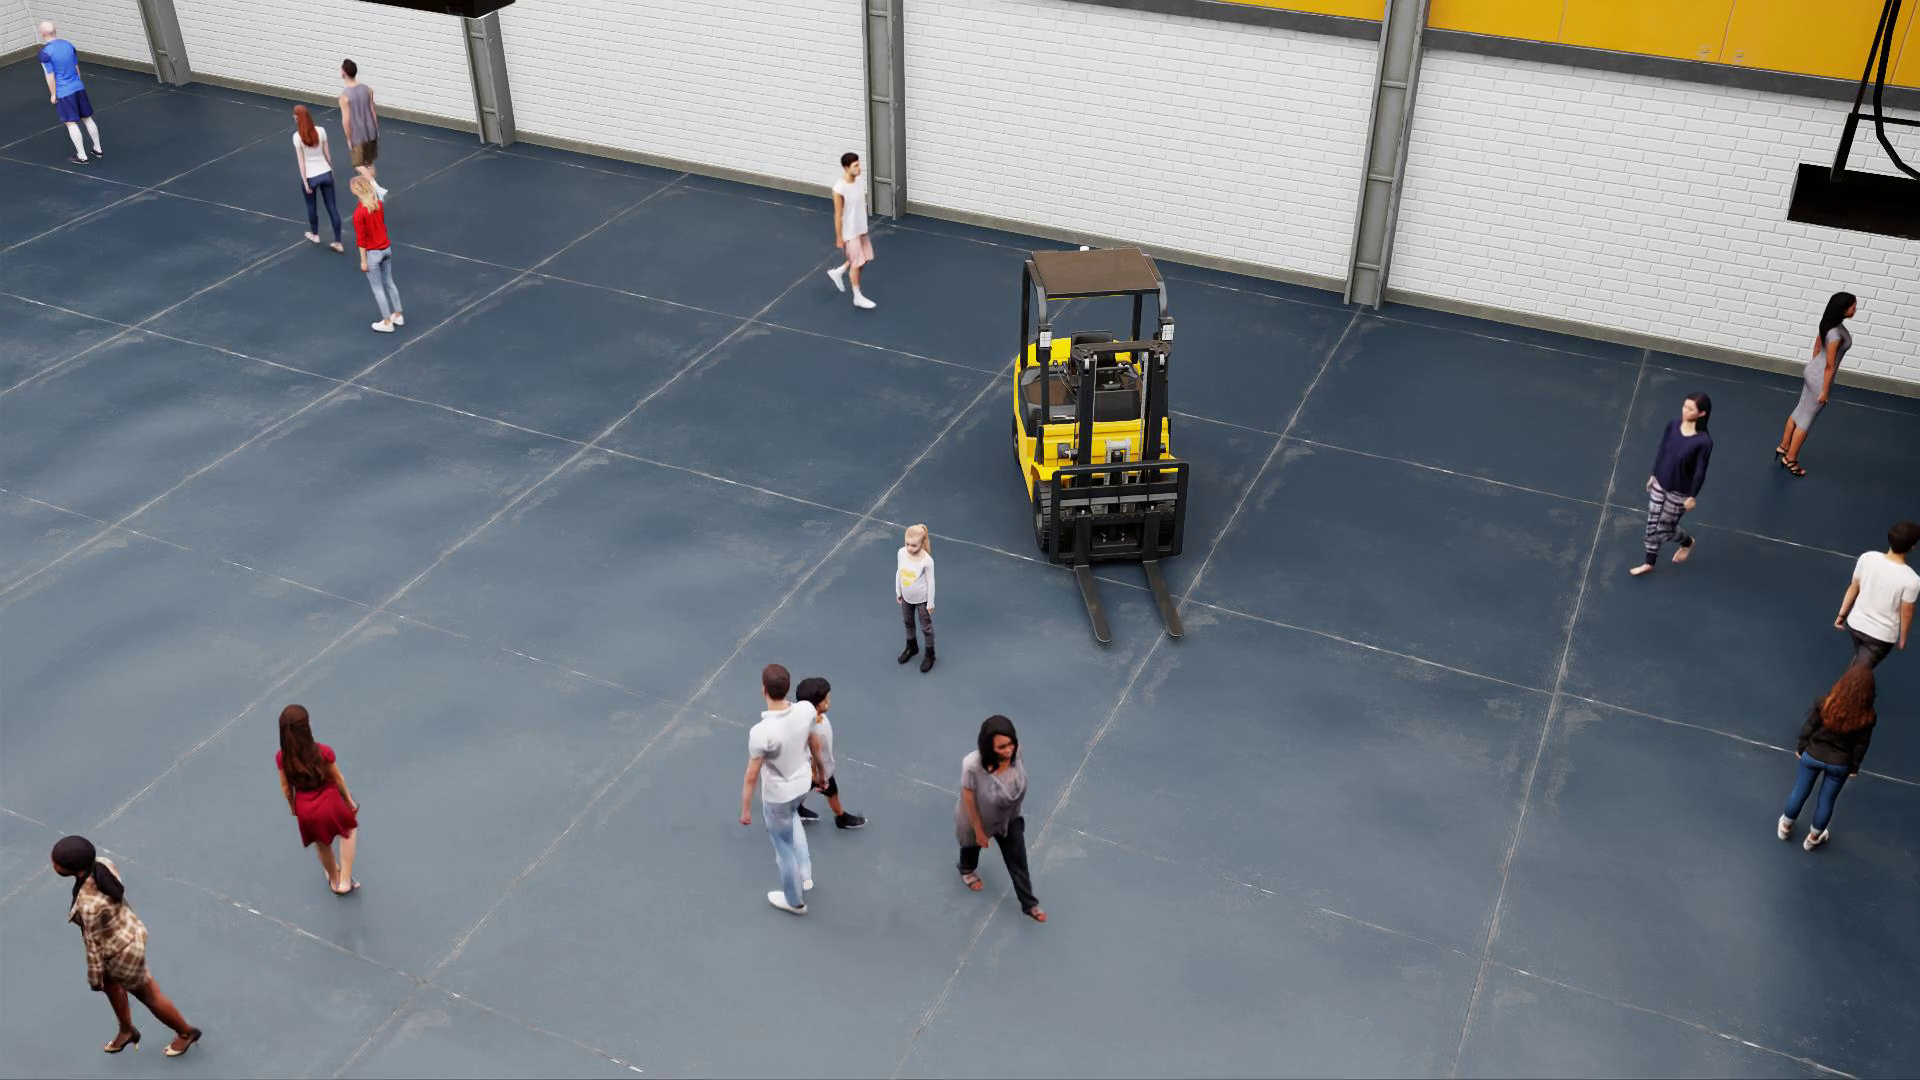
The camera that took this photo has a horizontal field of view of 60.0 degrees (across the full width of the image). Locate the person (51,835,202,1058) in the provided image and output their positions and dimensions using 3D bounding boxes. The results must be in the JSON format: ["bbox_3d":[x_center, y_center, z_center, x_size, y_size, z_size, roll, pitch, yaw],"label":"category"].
[{"bbox_3d":[-4.691,2.339,9.500,0.928,1.771,0.849,-8,34,-12],"label":"person"}]

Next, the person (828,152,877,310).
[{"bbox_3d":[-1.228,-3.401,18.134,0.932,1.773,0.720,20,38,27],"label":"person"}]

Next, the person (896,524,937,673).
[{"bbox_3d":[-0.332,0.427,12.826,0.459,1.274,0.579,20,39,27],"label":"person"}]

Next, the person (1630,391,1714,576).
[{"bbox_3d":[5.967,-0.469,13.768,0.915,1.723,0.860,-12,36,-18],"label":"person"}]

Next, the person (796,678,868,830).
[{"bbox_3d":[-1.019,1.461,11.299,0.845,1.242,0.699,-2,34,-3],"label":"person"}]

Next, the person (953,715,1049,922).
[{"bbox_3d":[0.150,1.699,10.655,0.977,1.558,1.140,-20,38,-27],"label":"person"}]

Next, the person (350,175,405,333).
[{"bbox_3d":[-6.190,-3.038,17.653,0.554,1.700,0.646,10,35,15],"label":"person"}]

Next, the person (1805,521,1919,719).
[{"bbox_3d":[6.609,0.646,12.119,1.103,1.691,1.107,-15,37,-22],"label":"person"}]

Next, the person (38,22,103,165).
[{"bbox_3d":[-11.685,-5.877,21.801,0.547,1.838,0.658,14,36,20],"label":"person"}]

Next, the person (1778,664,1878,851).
[{"bbox_3d":[5.800,1.444,11.108,0.475,1.481,0.626,18,38,25],"label":"person"}]

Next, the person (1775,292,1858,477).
[{"bbox_3d":[7.816,-1.438,15.174,0.604,1.780,0.637,7,34,10],"label":"person"}]

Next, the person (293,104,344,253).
[{"bbox_3d":[-7.426,-4.169,19.344,0.803,1.713,0.979,-26,41,-33],"label":"person"}]

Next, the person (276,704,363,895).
[{"bbox_3d":[-4.088,1.720,10.637,0.748,1.543,0.796,-8,34,-12],"label":"person"}]

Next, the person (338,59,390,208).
[{"bbox_3d":[-7.208,-4.888,20.138,1.030,1.834,0.776,25,41,33],"label":"person"}]

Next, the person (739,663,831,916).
[{"bbox_3d":[-1.028,1.618,10.531,0.801,1.831,0.865,24,41,32],"label":"person"}]
